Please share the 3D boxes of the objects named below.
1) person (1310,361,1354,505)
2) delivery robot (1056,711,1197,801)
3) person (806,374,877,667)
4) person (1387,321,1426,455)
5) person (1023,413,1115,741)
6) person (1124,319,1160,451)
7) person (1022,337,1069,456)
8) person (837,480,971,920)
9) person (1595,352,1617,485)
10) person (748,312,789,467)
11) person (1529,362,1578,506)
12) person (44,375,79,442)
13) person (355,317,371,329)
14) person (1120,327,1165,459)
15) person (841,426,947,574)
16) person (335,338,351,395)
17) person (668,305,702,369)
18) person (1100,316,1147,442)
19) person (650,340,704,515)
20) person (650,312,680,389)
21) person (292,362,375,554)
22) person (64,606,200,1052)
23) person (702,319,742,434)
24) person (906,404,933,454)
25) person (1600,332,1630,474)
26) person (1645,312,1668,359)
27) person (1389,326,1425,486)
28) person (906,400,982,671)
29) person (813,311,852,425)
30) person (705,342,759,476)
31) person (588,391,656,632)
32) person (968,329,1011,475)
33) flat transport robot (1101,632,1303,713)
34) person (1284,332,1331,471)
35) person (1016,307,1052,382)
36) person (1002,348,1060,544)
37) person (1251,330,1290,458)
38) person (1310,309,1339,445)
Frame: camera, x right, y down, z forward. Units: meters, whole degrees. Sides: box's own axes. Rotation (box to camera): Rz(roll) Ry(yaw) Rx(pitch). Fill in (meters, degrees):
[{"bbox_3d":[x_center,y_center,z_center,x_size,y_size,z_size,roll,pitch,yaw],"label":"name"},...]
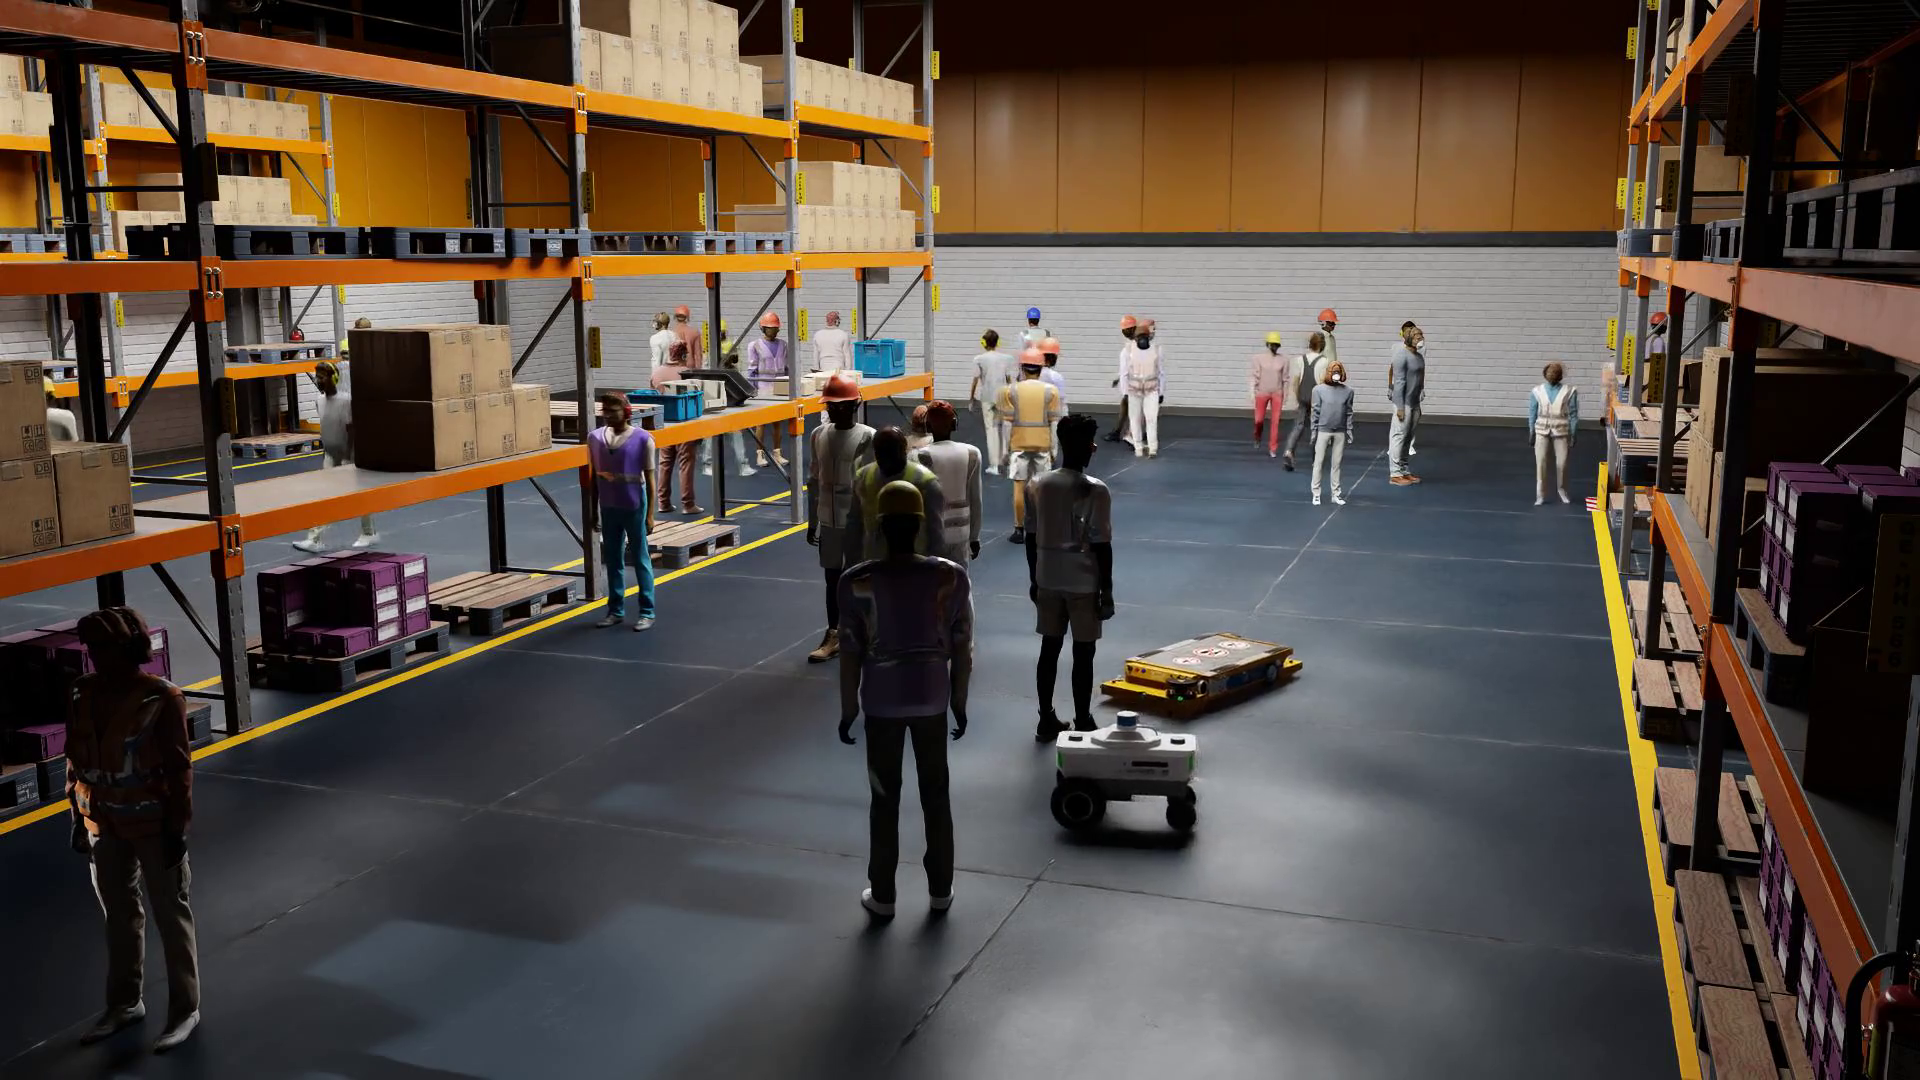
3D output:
[{"bbox_3d":[4.192,-1.204,18.745,0.499,1.634,0.279,-1,10,-7],"label":"person"},{"bbox_3d":[0.848,1.113,8.452,0.707,0.478,0.477,1,10,7],"label":"delivery robot"},{"bbox_3d":[-0.811,-0.133,11.557,0.614,2.042,0.373,5,11,28],"label":"person"},{"bbox_3d":[6.238,-2.122,23.251,0.510,1.872,0.329,2,10,10],"label":"person"},{"bbox_3d":[0.651,0.236,9.701,0.617,1.964,0.361,9,13,41],"label":"person"},{"bbox_3d":[2.568,-2.217,23.780,0.614,1.876,0.694,-5,11,-24],"label":"person"},{"bbox_3d":[1.002,-1.261,18.266,0.695,1.914,0.586,-9,13,-41],"label":"person"},{"bbox_3d":[-0.246,0.697,7.241,0.586,1.917,0.381,-2,10,-11],"label":"person"},{"bbox_3d":[7.992,-1.512,20.112,0.329,1.765,0.533,-7,12,-35],"label":"person"},{"bbox_3d":[-2.494,-1.988,22.014,0.615,2.040,0.380,-7,12,-34],"label":"person"},{"bbox_3d":[6.707,-1.201,18.784,0.530,1.612,0.577,6,11,29],"label":"person"},{"bbox_3d":[-8.395,-0.647,15.297,0.530,1.744,0.686,-1,10,-7],"label":"person"},{"bbox_3d":[-8.178,-2.112,23.024,0.358,1.931,0.628,4,11,22],"label":"person"},{"bbox_3d":[2.508,-2.001,22.761,0.634,1.802,0.909,0,10,2],"label":"person"},{"bbox_3d":[-0.447,0.171,10.558,0.632,1.789,0.935,7,12,33],"label":"person"},{"bbox_3d":[-7.485,-1.590,20.471,0.592,1.800,0.879,-2,10,-9],"label":"person"},{"bbox_3d":[-4.417,-2.739,26.434,0.620,1.973,0.487,-3,10,-16],"label":"person"},{"bbox_3d":[2.532,-2.399,24.802,0.916,1.871,0.554,-1,10,-6],"label":"person"},{"bbox_3d":[-3.058,-1.227,18.150,0.637,1.899,0.395,5,11,27],"label":"person"},{"bbox_3d":[-4.381,-2.404,24.646,0.365,1.940,0.634,4,11,24],"label":"person"},{"bbox_3d":[-5.951,-0.781,15.841,0.543,1.818,0.964,4,11,22],"label":"person"},{"bbox_3d":[-3.020,1.043,6.073,0.514,1.641,0.308,3,10,14],"label":"person"},{"bbox_3d":[-3.708,-2.562,25.900,0.628,1.808,0.586,-2,10,-11],"label":"person"},{"bbox_3d":[-0.277,-0.289,13.573,0.514,1.641,0.308,10,14,44],"label":"person"},{"bbox_3d":[8.006,-1.570,20.117,0.585,1.872,0.858,-3,10,-15],"label":"person"},{"bbox_3d":[10.310,-2.408,24.672,0.373,1.934,0.551,0,10,-1],"label":"person"},{"bbox_3d":[5.485,-1.642,20.355,0.376,1.940,0.627,8,13,38],"label":"person"},{"bbox_3d":[-0.115,-0.015,11.345,0.585,1.882,0.337,-6,11,-28],"label":"person"},{"bbox_3d":[-1.947,-2.594,25.805,0.638,1.910,0.407,4,11,21],"label":"person"},{"bbox_3d":[-2.921,-1.635,20.967,0.861,1.697,0.515,8,13,39],"label":"person"},{"bbox_3d":[-2.550,-0.224,12.666,0.565,1.837,0.389,4,11,21],"label":"person"},{"bbox_3d":[0.372,-1.774,21.333,0.563,1.850,0.602,-4,11,-22],"label":"person"},{"bbox_3d":[1.622,0.852,11.006,0.652,0.197,1.431,9,13,41],"label":"flat transport robot"},{"bbox_3d":[4.526,-1.794,21.587,0.524,1.809,0.908,7,12,36],"label":"person"},{"bbox_3d":[1.166,-2.658,26.043,0.602,1.949,0.390,-5,11,-24],"label":"person"},{"bbox_3d":[0.689,-0.914,16.336,0.570,1.922,0.444,0,10,0],"label":"person"},{"bbox_3d":[4.295,-2.032,23.055,0.544,1.750,0.577,0,10,2],"label":"person"},{"bbox_3d":[5.337,-2.378,24.343,0.381,1.994,0.615,7,12,34],"label":"person"}]
